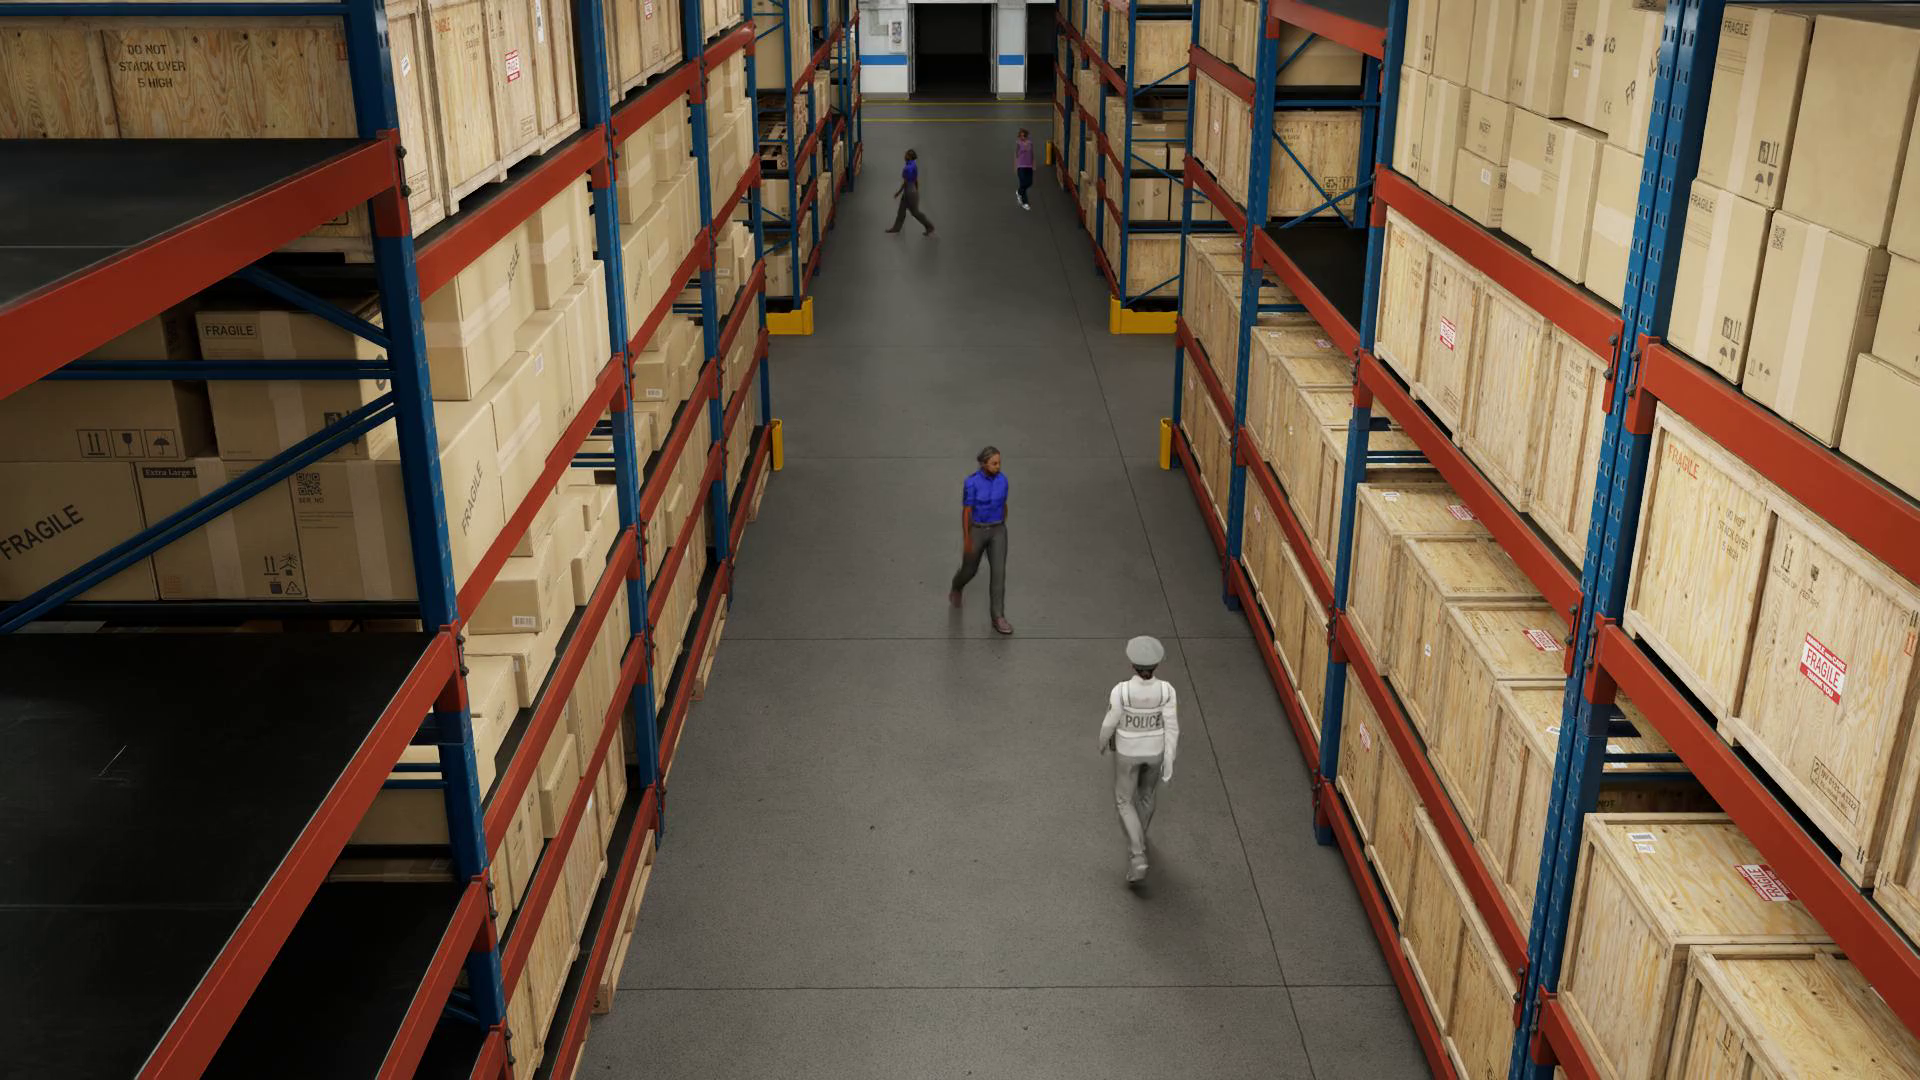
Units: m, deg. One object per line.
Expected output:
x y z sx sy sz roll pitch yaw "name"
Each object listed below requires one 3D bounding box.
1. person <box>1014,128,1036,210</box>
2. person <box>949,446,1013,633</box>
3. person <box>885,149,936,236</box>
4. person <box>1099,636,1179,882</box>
1.338 -7.637 34.126 0.443 1.602 0.739 -9 23 -22 "person"
0.217 -0.064 14.813 0.449 1.645 0.842 -8 23 -19 "person"
-0.950 -6.540 31.274 0.991 1.605 0.471 1 22 2 "person"
1.185 1.406 11.067 0.489 1.665 0.898 -4 22 -9 "person"
